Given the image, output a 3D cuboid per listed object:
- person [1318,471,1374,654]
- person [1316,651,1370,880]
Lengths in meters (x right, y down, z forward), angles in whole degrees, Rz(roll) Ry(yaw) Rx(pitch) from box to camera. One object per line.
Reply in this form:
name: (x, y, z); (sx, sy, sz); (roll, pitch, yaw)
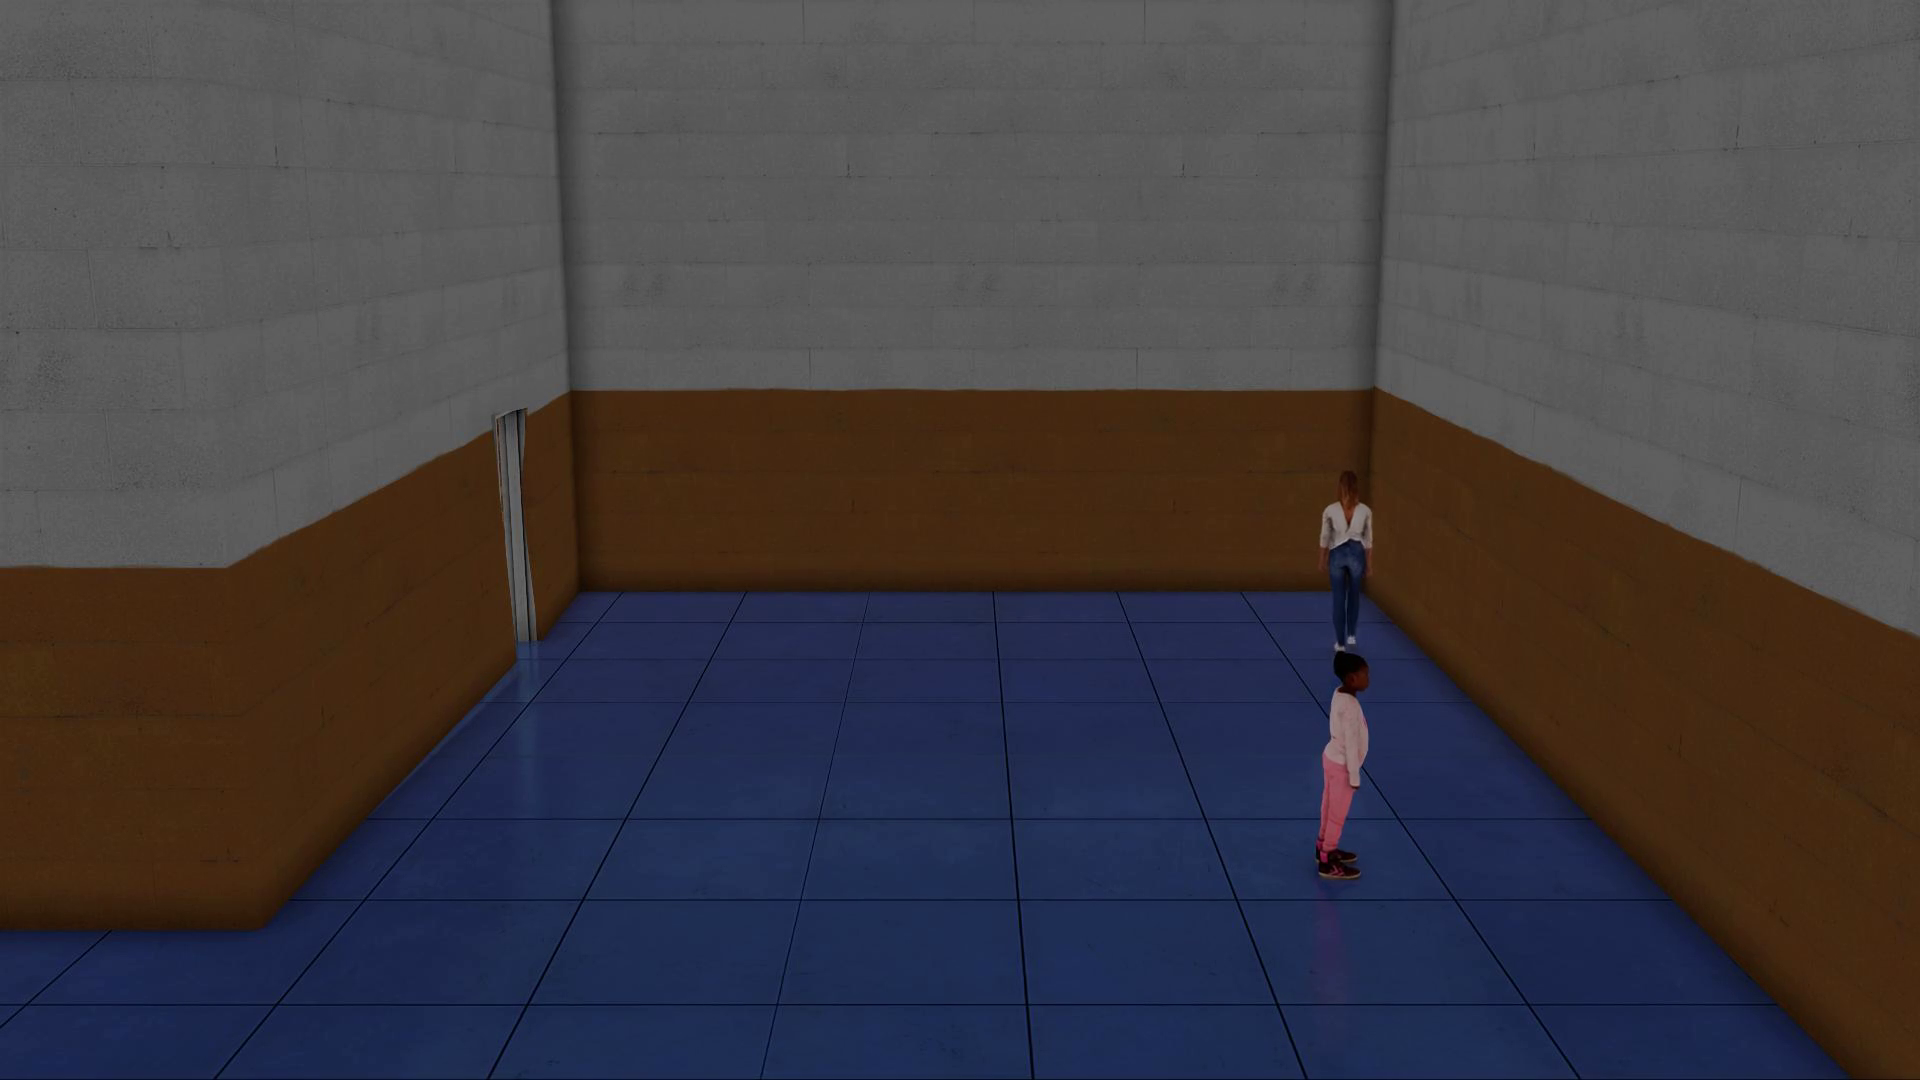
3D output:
person: (3.574, 0.232, 15.336); (0.572, 1.712, 0.715); (1, 12, 6)
person: (2.400, 1.393, 10.472); (0.526, 1.444, 0.552); (1, 12, 6)
